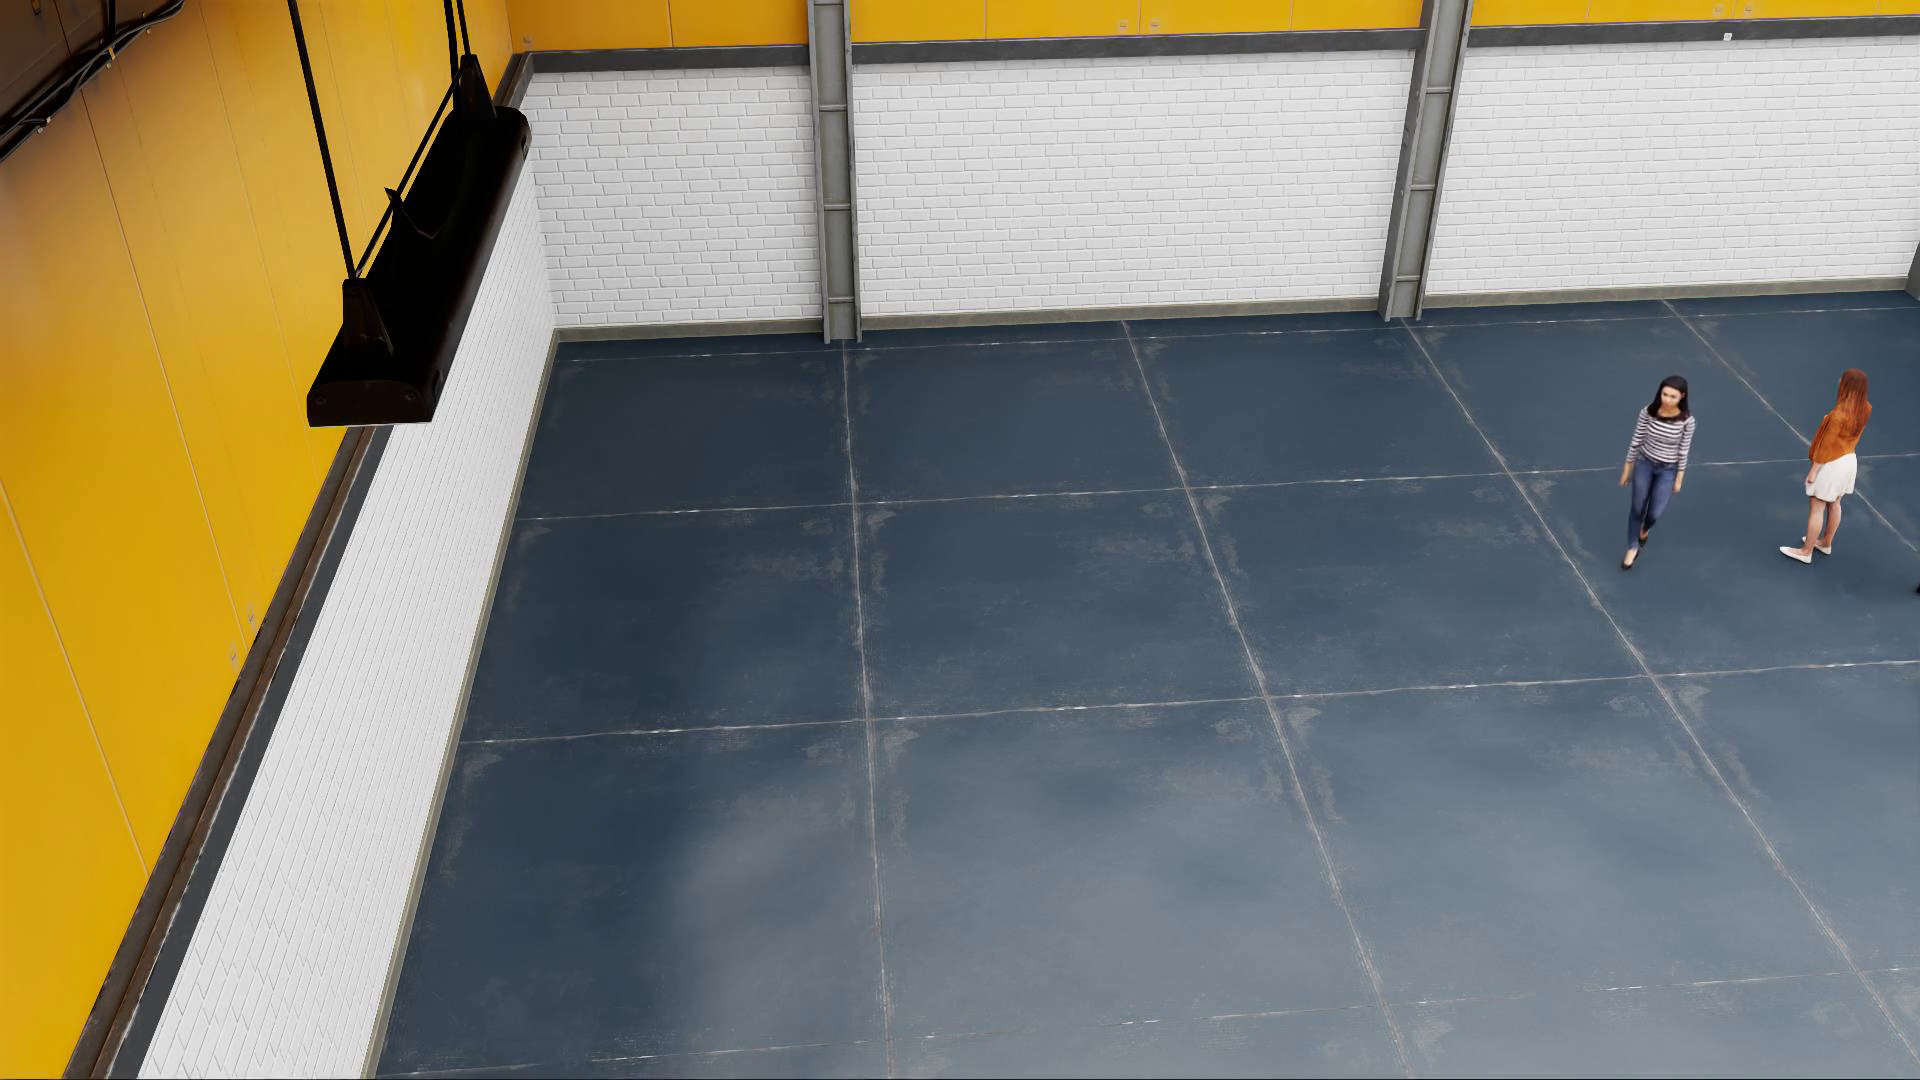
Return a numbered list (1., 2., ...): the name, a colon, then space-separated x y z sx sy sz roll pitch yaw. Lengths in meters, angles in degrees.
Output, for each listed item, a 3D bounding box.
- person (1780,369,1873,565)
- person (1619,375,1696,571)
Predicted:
1. person: 7.194 -0.604 13.659 0.647 1.715 0.753 -18 38 -25
2. person: 5.667 -0.561 13.539 0.794 1.777 0.847 18 38 25
